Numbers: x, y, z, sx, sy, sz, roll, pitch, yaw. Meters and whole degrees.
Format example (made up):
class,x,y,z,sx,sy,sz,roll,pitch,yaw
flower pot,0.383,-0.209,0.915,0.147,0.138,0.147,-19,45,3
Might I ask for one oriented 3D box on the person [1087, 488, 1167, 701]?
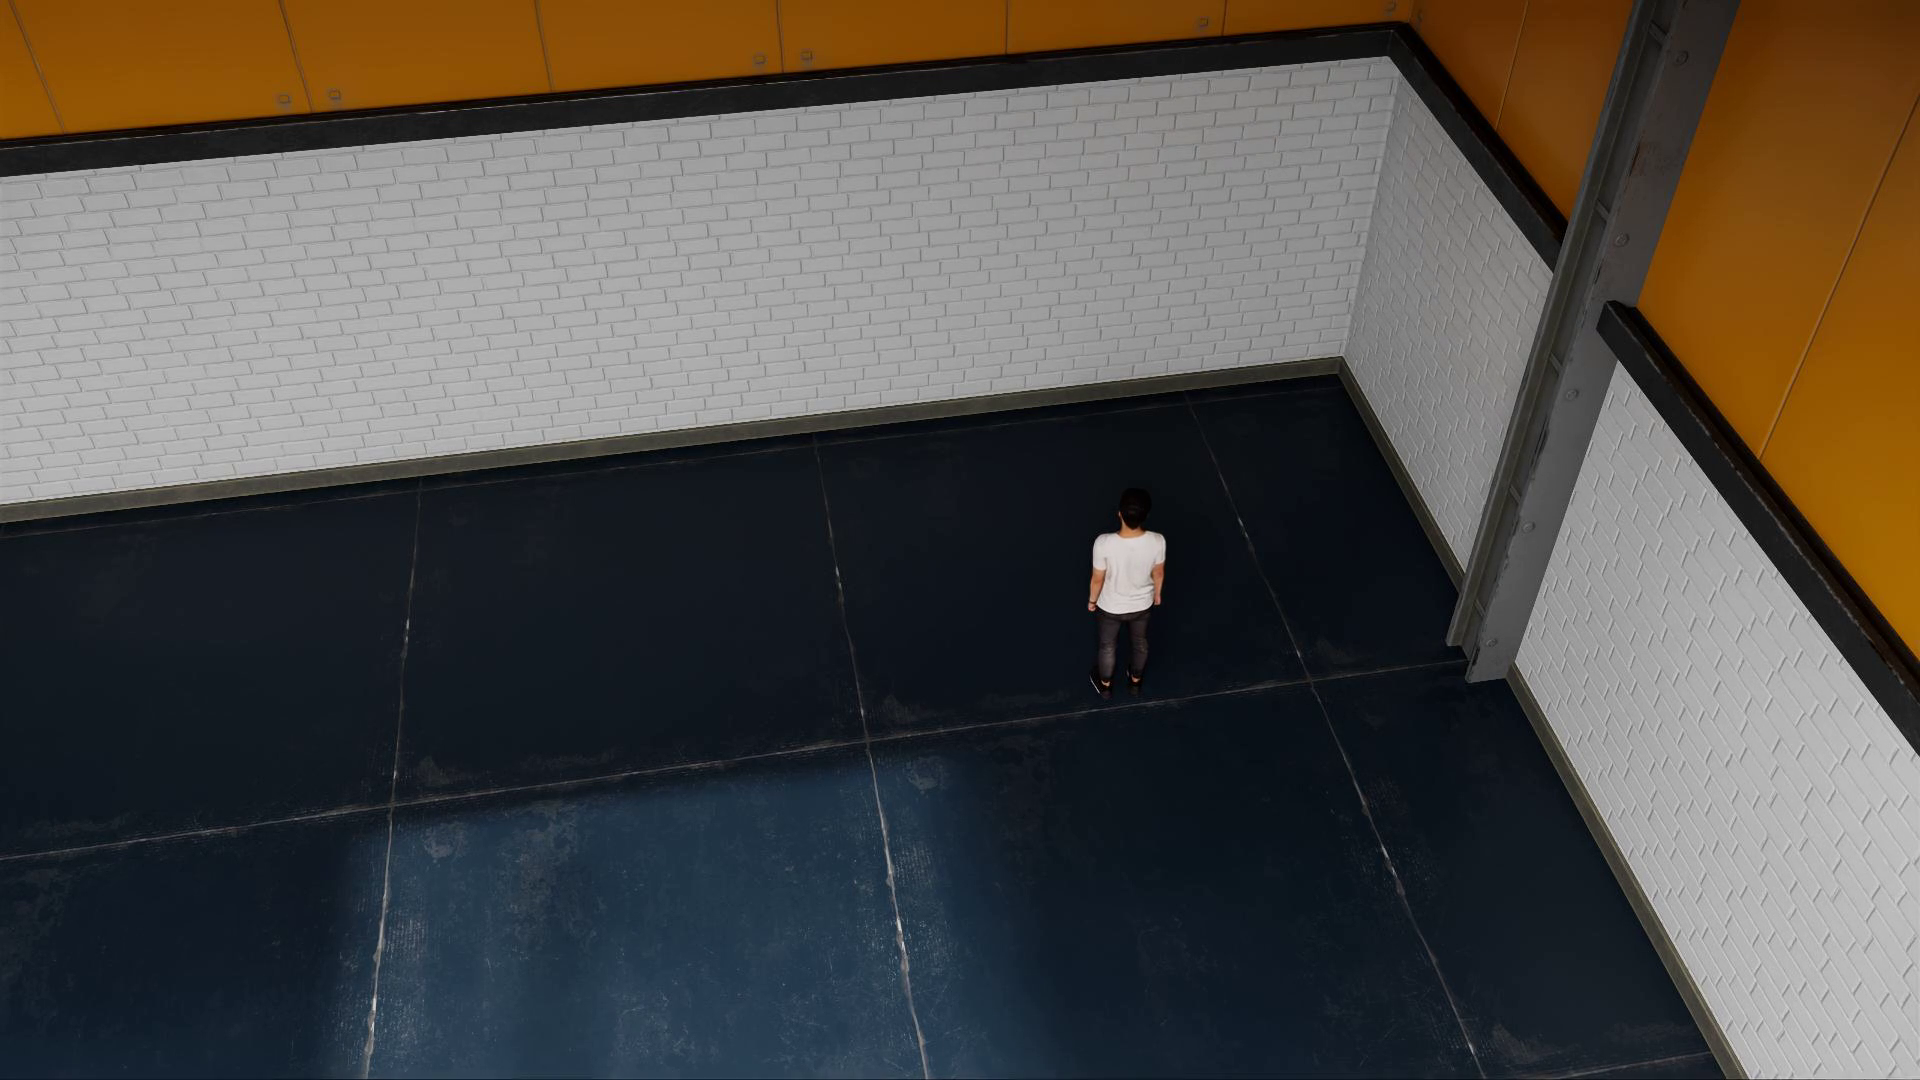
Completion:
class,x,y,z,sx,sy,sz,roll,pitch,yaw
person,1.045,0.350,10.533,0.629,1.722,0.526,-5,44,-6
